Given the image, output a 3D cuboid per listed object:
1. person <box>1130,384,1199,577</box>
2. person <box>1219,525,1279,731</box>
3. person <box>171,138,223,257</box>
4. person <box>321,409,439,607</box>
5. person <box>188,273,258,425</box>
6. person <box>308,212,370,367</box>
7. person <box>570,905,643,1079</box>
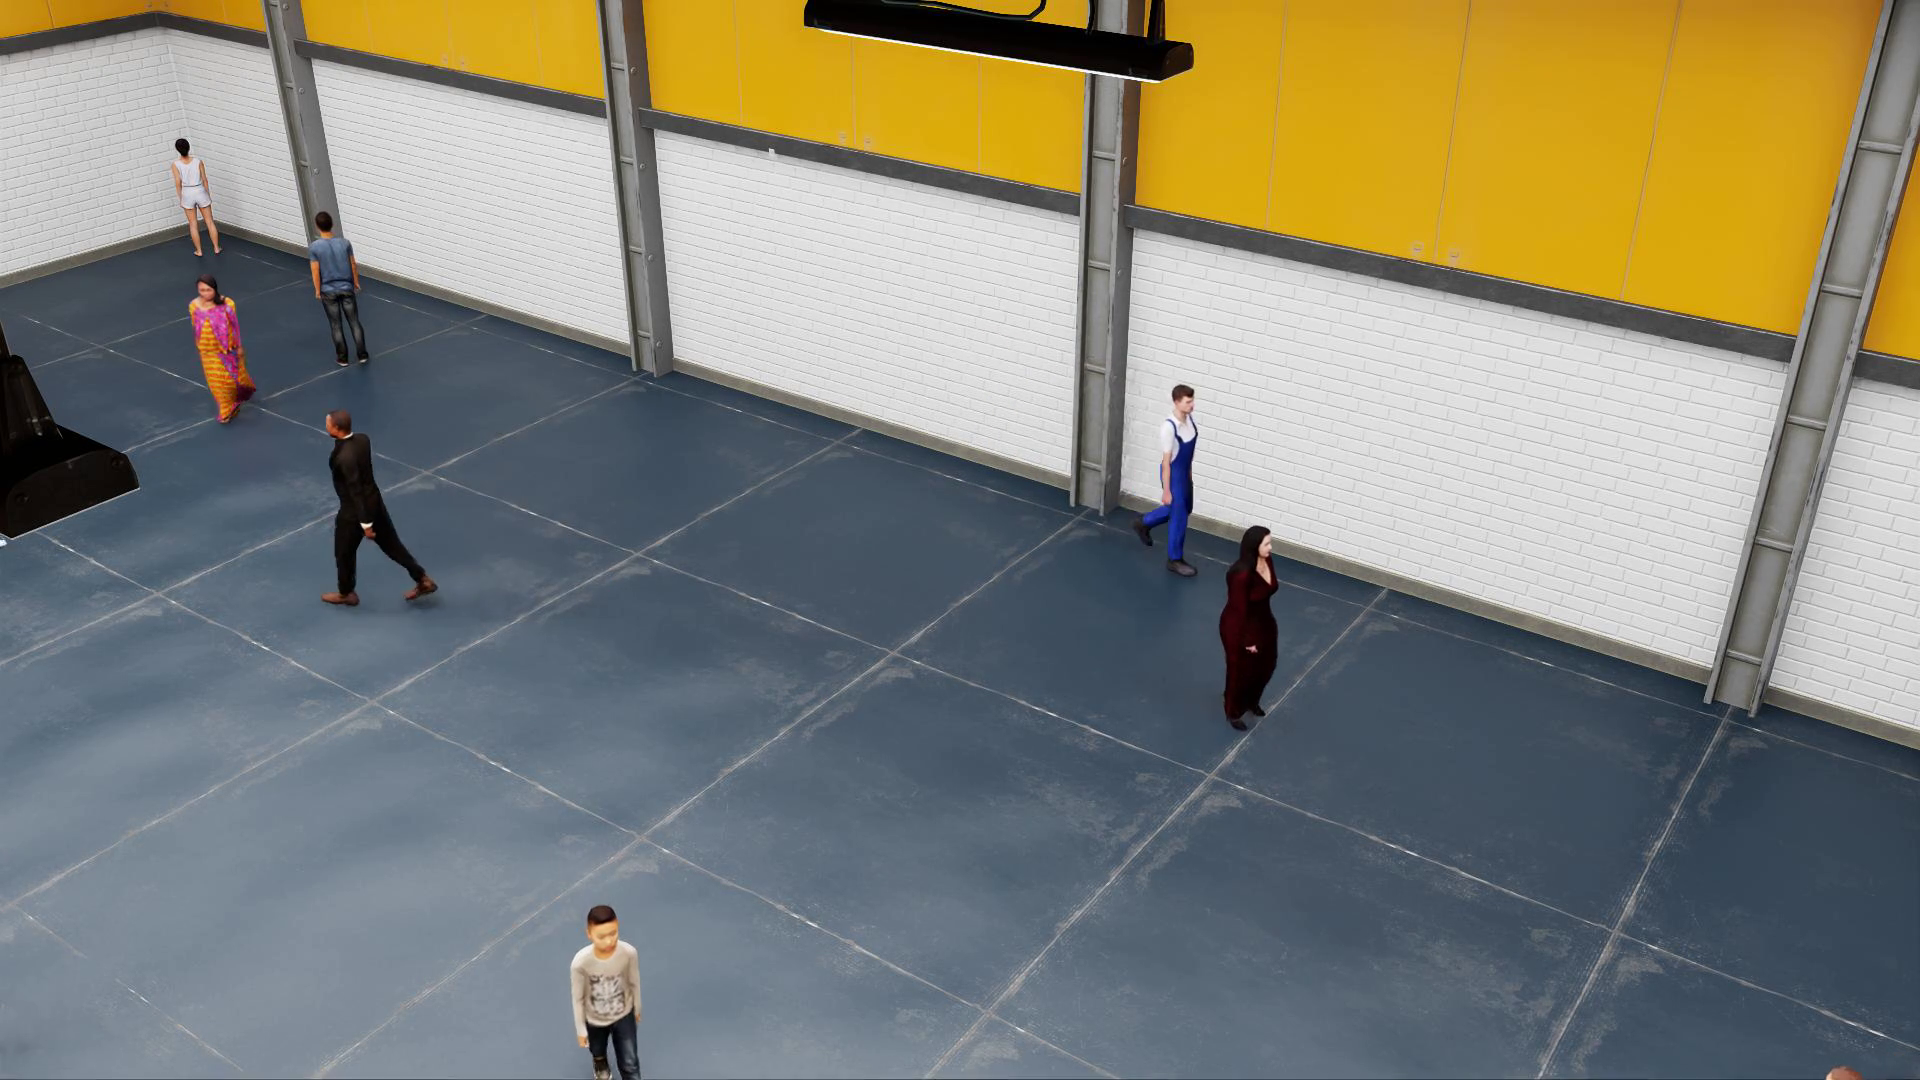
[{"bbox_3d":[1.874,-0.576,14.942,0.957,1.830,0.618,19,34,31],"label":"person"},{"bbox_3d":[2.140,0.655,12.765,0.641,1.753,0.685,21,35,33],"label":"person"},{"bbox_3d":[-10.457,-4.688,22.712,0.645,1.607,0.655,-15,32,-25],"label":"person"},{"bbox_3d":[-5.035,-0.245,14.296,1.360,1.867,1.109,2,29,4],"label":"person"},{"bbox_3d":[-7.951,-2.111,17.930,0.976,1.663,1.031,-3,29,-5],"label":"person"},{"bbox_3d":[-7.200,-2.904,19.232,0.732,1.807,0.694,-15,32,-26],"label":"person"},{"bbox_3d":[-2.014,2.646,9.434,0.907,1.449,1.041,-9,30,-16],"label":"person"}]
